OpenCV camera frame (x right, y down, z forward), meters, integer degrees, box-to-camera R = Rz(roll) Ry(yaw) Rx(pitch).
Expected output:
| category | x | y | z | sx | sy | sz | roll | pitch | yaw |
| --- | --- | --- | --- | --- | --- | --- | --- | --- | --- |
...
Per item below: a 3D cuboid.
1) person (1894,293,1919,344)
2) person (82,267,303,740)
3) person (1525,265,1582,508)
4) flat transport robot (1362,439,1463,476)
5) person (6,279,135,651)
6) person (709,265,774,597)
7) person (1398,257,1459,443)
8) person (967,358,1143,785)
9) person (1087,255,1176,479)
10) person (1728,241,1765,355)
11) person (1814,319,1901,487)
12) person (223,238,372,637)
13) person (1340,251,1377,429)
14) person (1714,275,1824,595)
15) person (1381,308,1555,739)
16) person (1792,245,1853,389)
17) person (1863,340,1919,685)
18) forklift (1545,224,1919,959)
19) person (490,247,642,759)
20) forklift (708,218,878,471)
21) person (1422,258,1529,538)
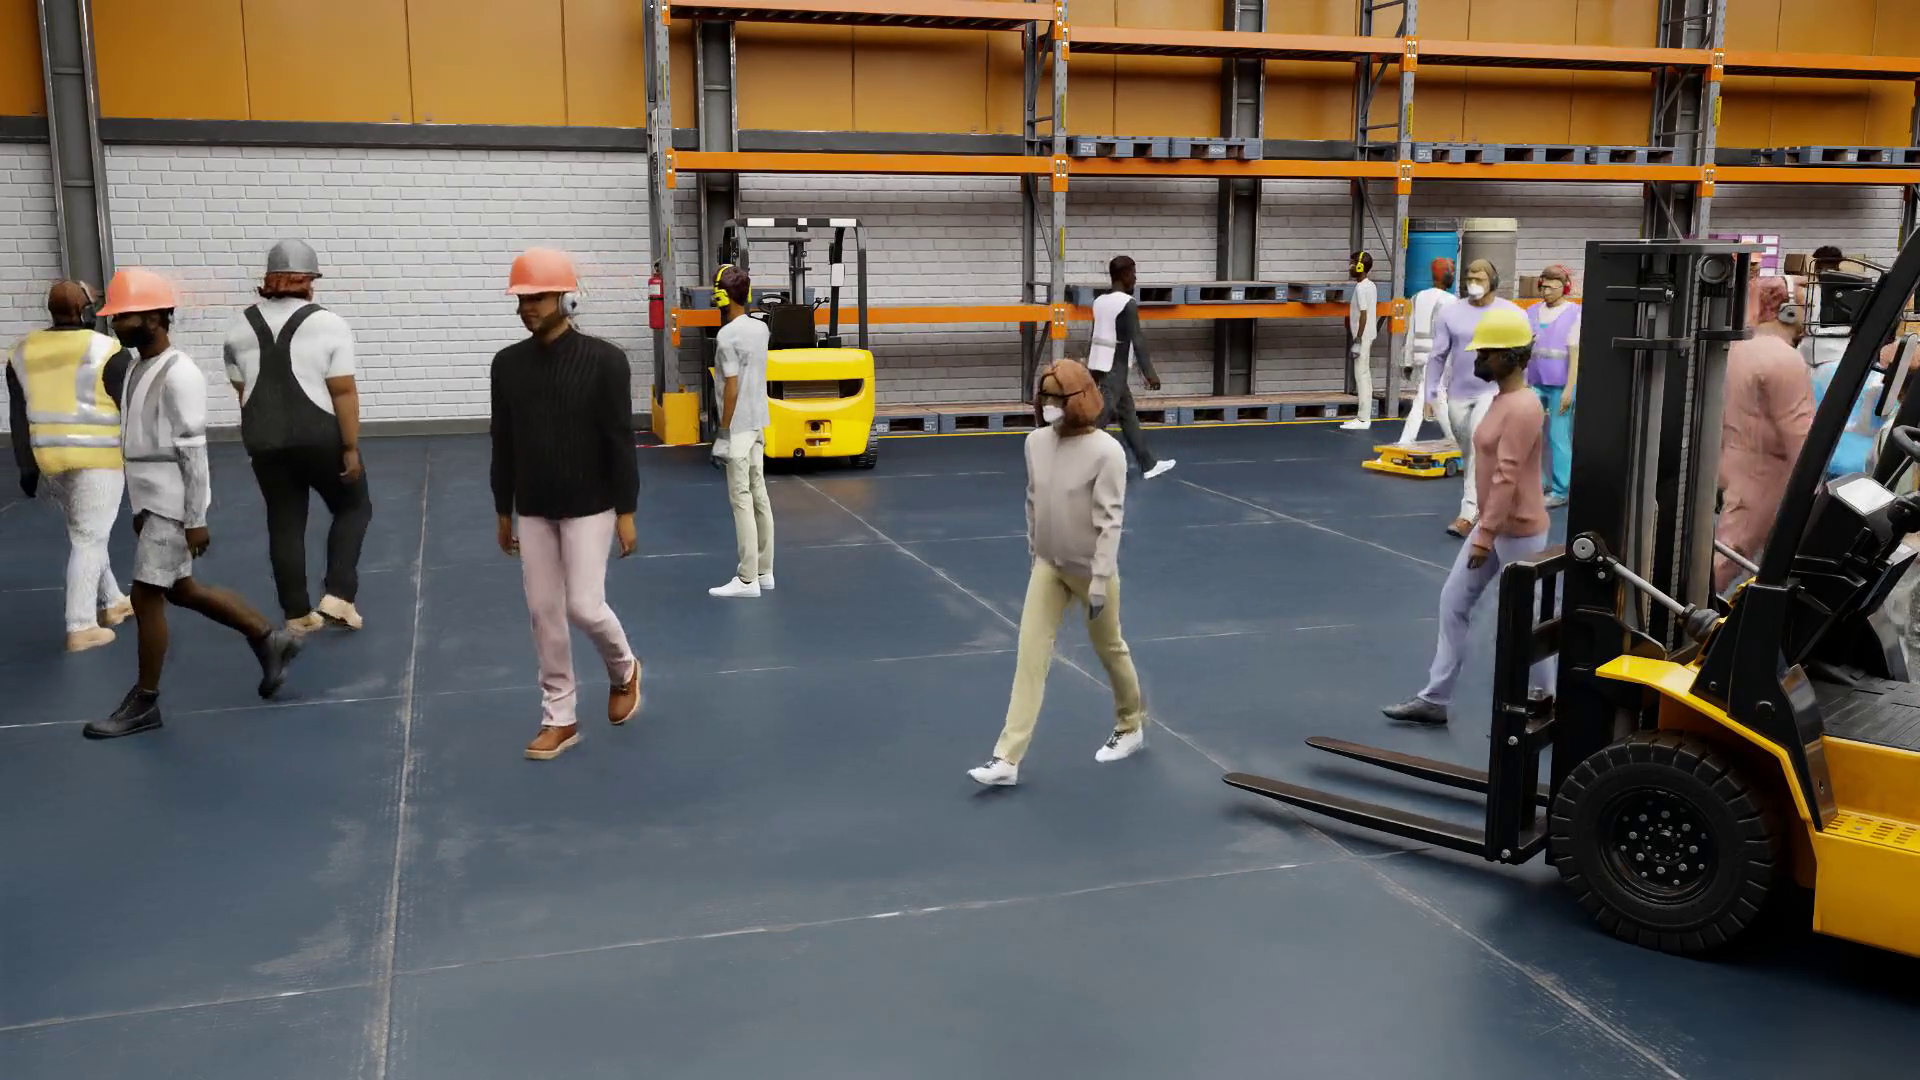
| category | x | y | z | sx | sy | sz | roll | pitch | yaw |
| --- | --- | --- | --- | --- | --- | --- | --- | --- | --- |
| person | 10.488 | -2.275 | 18.359 | 0.463 | 1.921 | 0.554 | -9 | 14 | -40 |
| person | -3.219 | -0.170 | 6.907 | 0.878 | 1.904 | 0.554 | -10 | 14 | -42 |
| person | 4.400 | -1.129 | 12.384 | 0.467 | 1.812 | 0.596 | -6 | 12 | -29 |
| flat transport robot | 4.231 | -0.730 | 14.427 | 1.431 | 0.197 | 0.652 | -7 | 12 | -33 |
| person | -4.344 | -0.397 | 8.400 | 0.633 | 1.808 | 0.879 | 2 | 11 | 11 |
| person | -1.245 | -0.604 | 9.375 | 0.329 | 1.865 | 0.518 | 4 | 11 | 20 |
| person | 4.323 | -1.597 | 14.886 | 0.985 | 1.829 | 0.607 | -4 | 11 | -19 |
| person | 0.413 | 0.118 | 6.186 | 0.509 | 1.584 | 0.902 | 10 | 14 | 43 |
| person | 1.334 | -1.390 | 13.686 | 1.015 | 1.862 | 0.608 | -3 | 11 | -17 |
| person | 6.997 | -1.679 | 14.935 | 0.619 | 1.985 | 0.406 | 1 | 10 | 8 |
| person | 4.530 | -0.360 | 8.588 | 0.716 | 1.664 | 0.543 | -4 | 11 | -21 |
| person | -3.318 | -0.520 | 8.422 | 0.689 | 2.000 | 0.539 | 1 | 10 | 4 |
| person | 4.217 | -2.101 | 17.554 | 0.333 | 1.873 | 0.520 | 5 | 11 | 23 |
| person | 3.671 | -0.282 | 7.646 | 1.003 | 1.861 | 0.641 | 2 | 11 | 13 |
| person | 2.060 | -0.040 | 6.632 | 0.770 | 1.740 | 0.527 | 1 | 10 | 3 |
| person | 7.389 | -1.546 | 14.295 | 0.532 | 1.943 | 0.617 | -7 | 12 | -32 |
| person | 3.614 | 0.053 | 6.391 | 0.521 | 1.639 | 0.309 | -10 | 14 | -42 |
| forklift | 2.909 | 0.117 | 4.508 | 2.313 | 2.155 | 1.214 | 9 | 14 | 40 |
| person | -1.535 | -0.143 | 6.501 | 0.640 | 1.981 | 0.519 | 3 | 11 | 17 |
| forklift | -1.522 | -1.778 | 14.899 | 1.214 | 2.155 | 2.313 | -3 | 11 | -17 |
| person | 3.519 | -0.980 | 11.397 | 0.656 | 1.883 | 1.040 | 7 | 12 | 34 |
